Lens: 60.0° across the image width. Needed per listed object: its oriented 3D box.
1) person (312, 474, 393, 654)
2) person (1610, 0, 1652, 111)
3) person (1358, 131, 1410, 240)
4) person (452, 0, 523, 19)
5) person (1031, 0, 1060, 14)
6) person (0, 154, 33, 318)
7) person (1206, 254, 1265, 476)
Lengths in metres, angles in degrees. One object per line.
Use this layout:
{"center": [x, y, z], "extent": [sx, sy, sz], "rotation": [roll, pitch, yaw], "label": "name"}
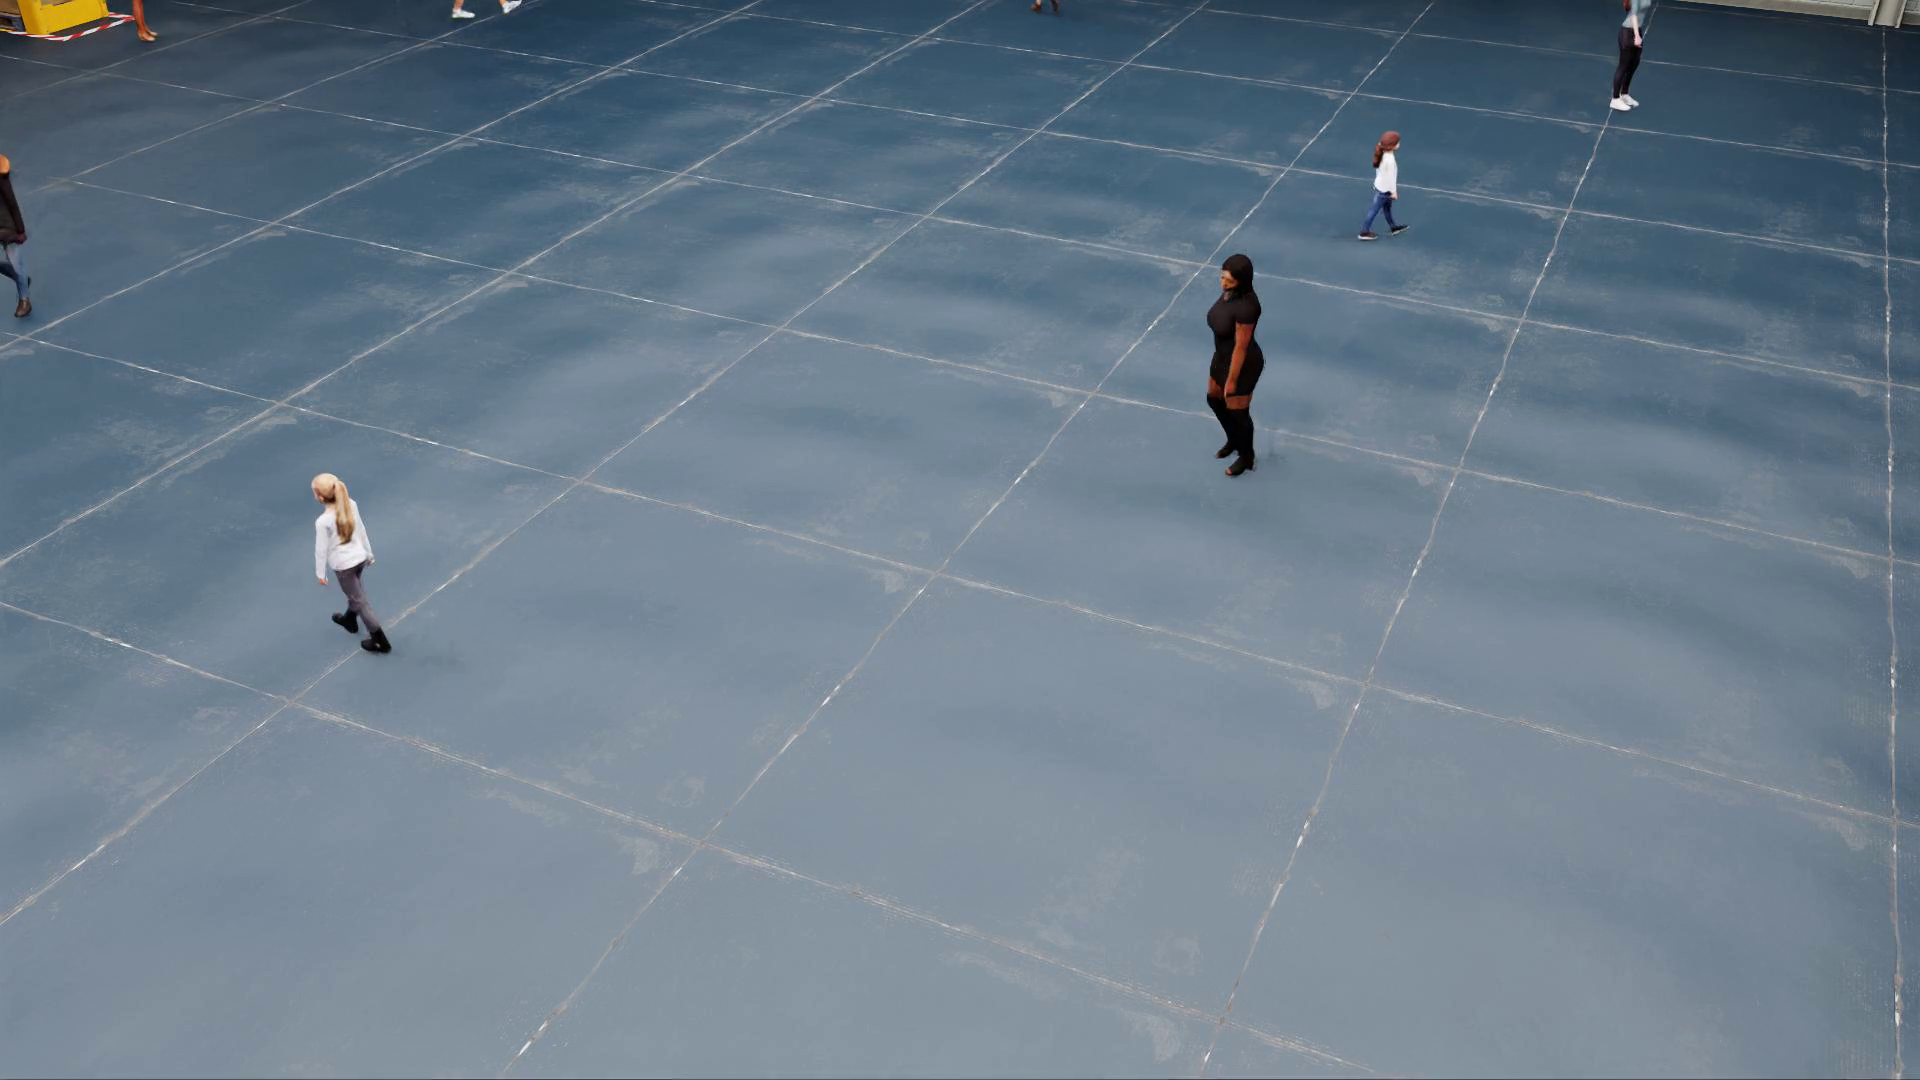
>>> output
{"center": [-3.787, 0.164, 10.449], "extent": [0.766, 1.258, 0.504], "rotation": [14, 35, 22], "label": "person"}
{"center": [7.940, -6.007, 19.783], "extent": [0.726, 1.738, 0.702], "rotation": [27, 41, 35], "label": "person"}
{"center": [4.123, -3.491, 16.399], "extent": [0.788, 1.093, 0.622], "rotation": [1, 32, 1], "label": "person"}
{"center": [-6.855, -8.112, 23.064], "extent": [1.302, 1.796, 1.212], "rotation": [-9, 33, -14], "label": "person"}
{"center": [1.224, -7.990, 23.604], "extent": [0.732, 1.015, 0.542], "rotation": [25, 40, 34], "label": "person"}
{"center": [-8.547, -2.818, 14.829], "extent": [0.773, 1.630, 0.842], "rotation": [-1, 32, -1], "label": "person"}
{"center": [2.075, -1.273, 12.209], "extent": [0.863, 1.812, 0.819], "rotation": [1, 32, 2], "label": "person"}
